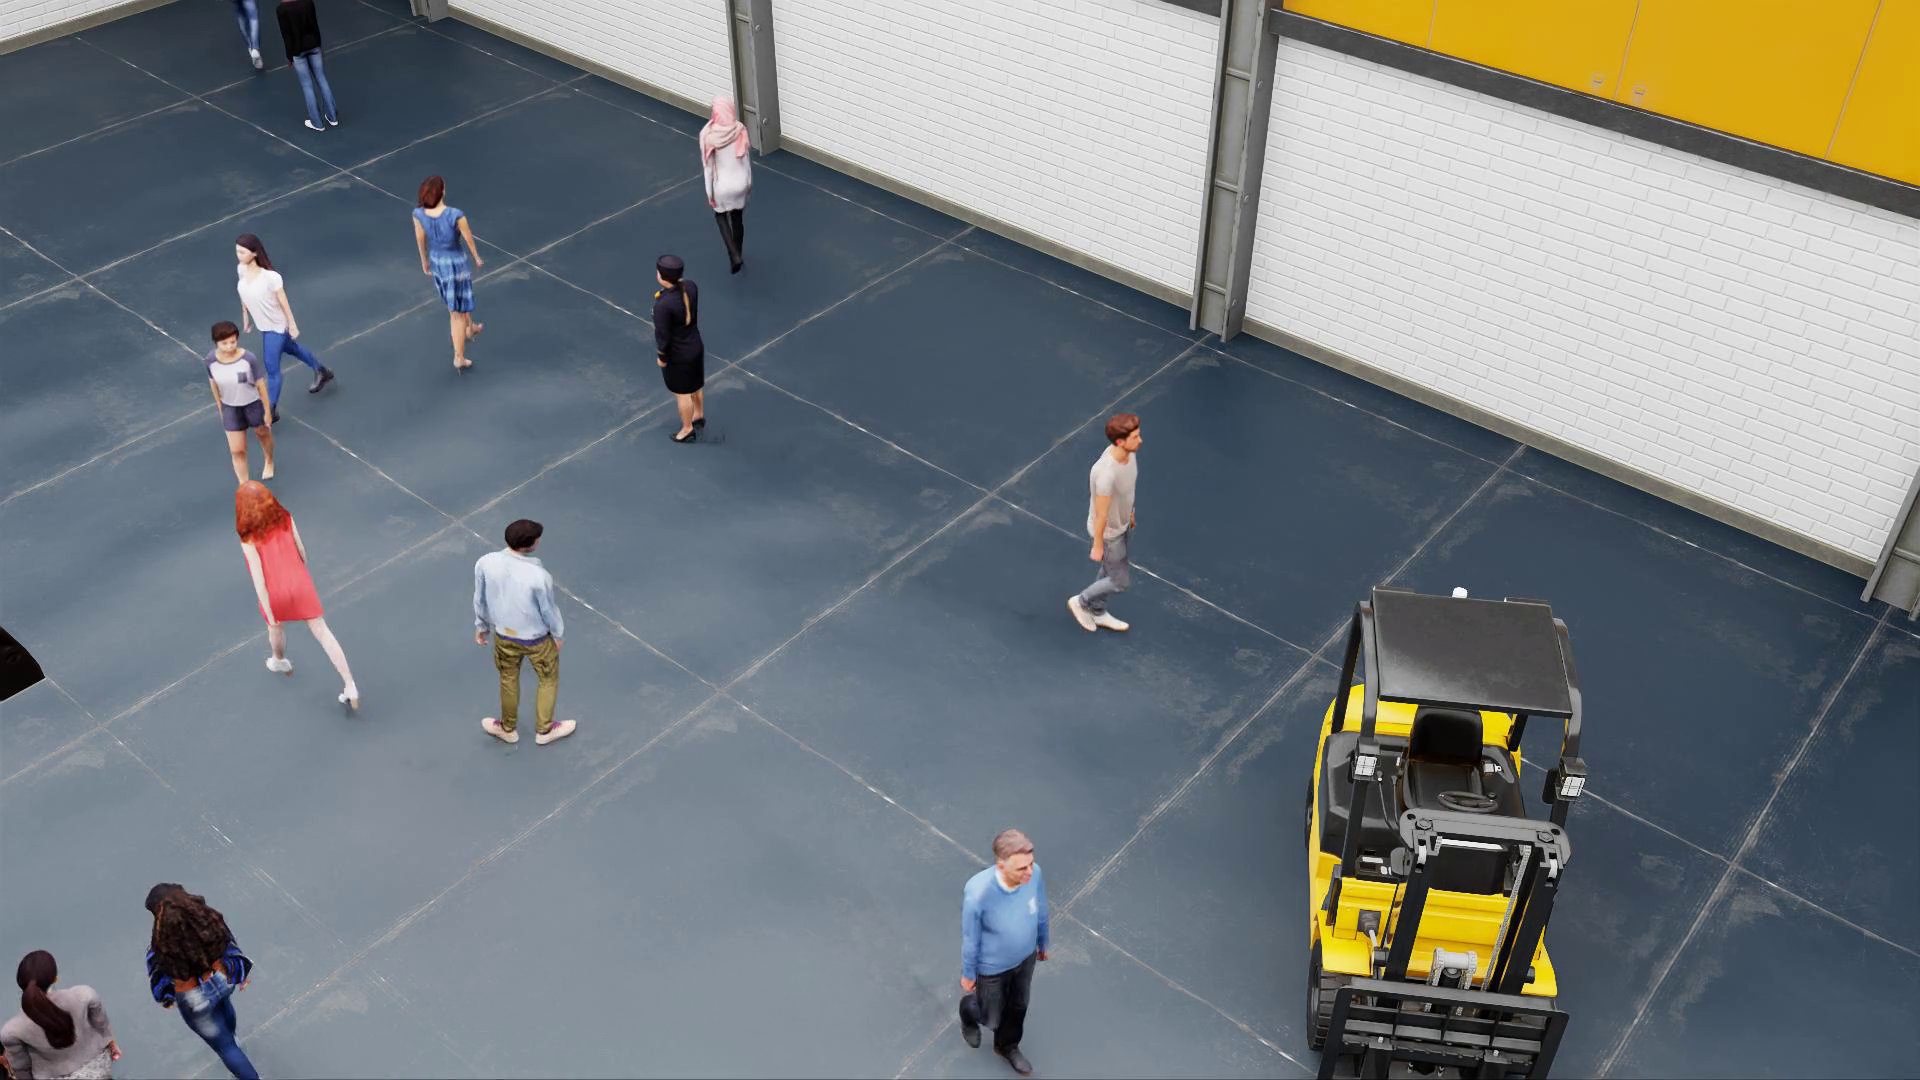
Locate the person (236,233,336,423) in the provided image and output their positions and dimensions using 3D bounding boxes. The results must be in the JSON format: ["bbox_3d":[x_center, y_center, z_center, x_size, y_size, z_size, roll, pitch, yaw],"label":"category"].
[{"bbox_3d":[-5.675,-1.813,13.926,1.102,1.641,0.779,22,43,25],"label":"person"}]

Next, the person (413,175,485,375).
[{"bbox_3d":[-4.427,-2.248,14.366,1.019,1.772,0.956,10,40,12],"label":"person"}]

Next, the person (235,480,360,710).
[{"bbox_3d":[-4.390,0.405,11.040,1.170,1.777,0.703,22,44,25],"label":"person"}]

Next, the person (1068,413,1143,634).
[{"bbox_3d":[0.971,-0.102,11.591,0.804,1.882,0.778,16,41,19],"label":"person"}]

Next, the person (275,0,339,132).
[{"bbox_3d":[-7.213,-5.390,18.318,0.537,1.749,0.602,31,48,33],"label":"person"}]

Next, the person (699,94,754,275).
[{"bbox_3d":[-2.146,-3.281,15.646,0.871,1.789,0.986,-12,40,-14],"label":"person"}]

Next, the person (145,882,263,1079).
[{"bbox_3d":[-3.897,2.409,8.680,1.018,1.591,0.647,24,44,27],"label":"person"}]

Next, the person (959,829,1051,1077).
[{"bbox_3d":[0.186,2.144,8.840,0.788,1.805,0.854,-23,44,-26],"label":"person"}]

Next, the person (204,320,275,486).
[{"bbox_3d":[-5.637,-1.101,13.125,0.908,1.529,1.009,-6,39,-8],"label":"person"}]

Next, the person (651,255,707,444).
[{"bbox_3d":[-2.279,-1.549,13.571,0.737,1.671,0.773,14,41,17],"label":"person"}]

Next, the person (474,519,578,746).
[{"bbox_3d":[-2.887,0.625,10.757,0.779,1.786,0.986,2,39,2],"label":"person"}]

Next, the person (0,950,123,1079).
[{"bbox_3d":[-4.350,2.709,8.255,0.821,1.651,0.678,30,48,32],"label":"person"}]
